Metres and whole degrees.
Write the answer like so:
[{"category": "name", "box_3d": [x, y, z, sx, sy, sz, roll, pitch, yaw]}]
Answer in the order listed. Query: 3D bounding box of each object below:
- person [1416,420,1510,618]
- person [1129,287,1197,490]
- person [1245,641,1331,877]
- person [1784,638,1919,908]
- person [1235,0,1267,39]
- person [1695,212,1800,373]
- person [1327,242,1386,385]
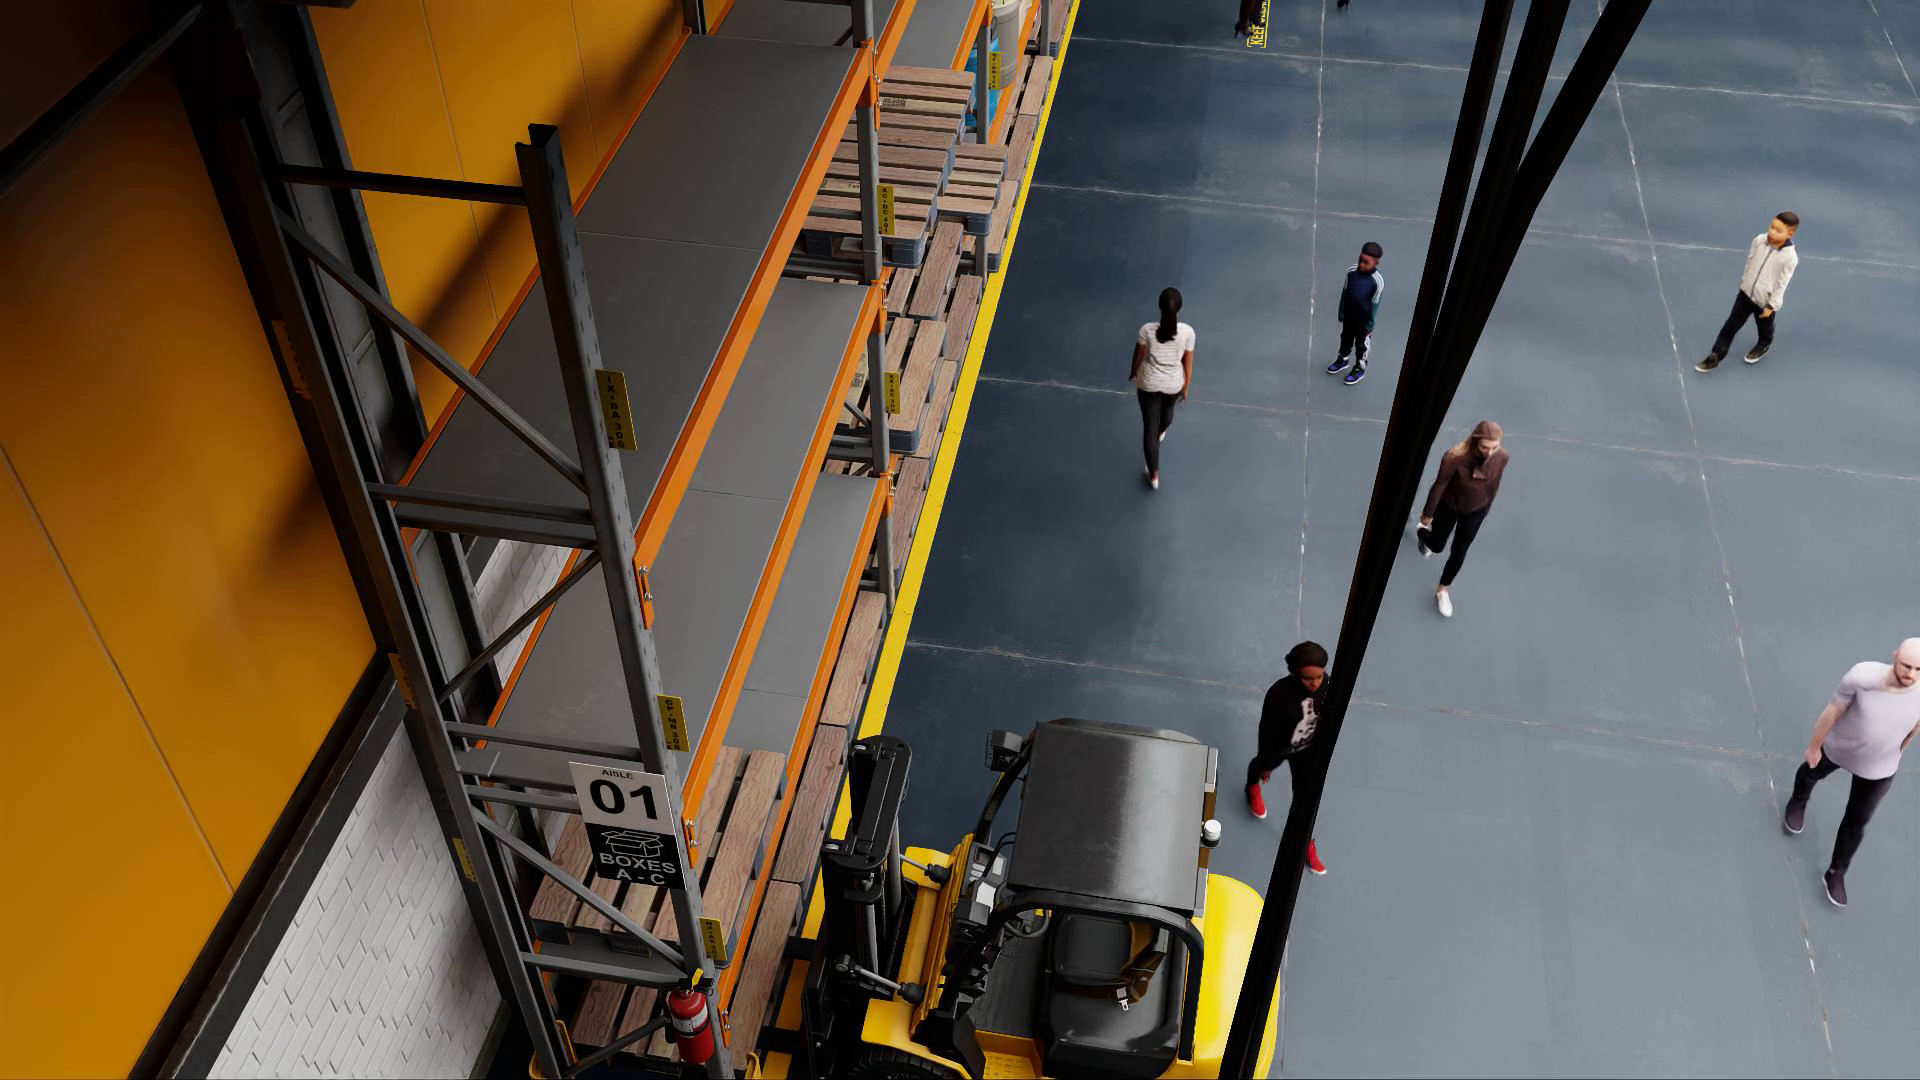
[{"category": "person", "box_3d": [3.372, -0.266, 11.282, 0.757, 1.667, 0.983, -3, 44, -3]}, {"category": "person", "box_3d": [1.474, -1.072, 12.171, 0.694, 1.607, 1.045, 0, 44, 0]}, {"category": "person", "box_3d": [1.894, 1.142, 9.827, 0.939, 1.636, 1.162, -12, 45, -13]}, {"category": "person", "box_3d": [5.229, 1.155, 9.695, 0.800, 1.800, 1.124, 13, 45, 13]}, {"category": "person", "box_3d": [3.045, -6.069, 17.319, 0.854, 1.742, 0.748, -9, 44, -9]}, {"category": "person", "box_3d": [6.434, -1.972, 13.247, 1.025, 1.427, 0.966, -25, 49, -24]}, {"category": "person", "box_3d": [3.184, -1.821, 13.213, 0.608, 1.255, 0.568, -34, 53, -31]}]
